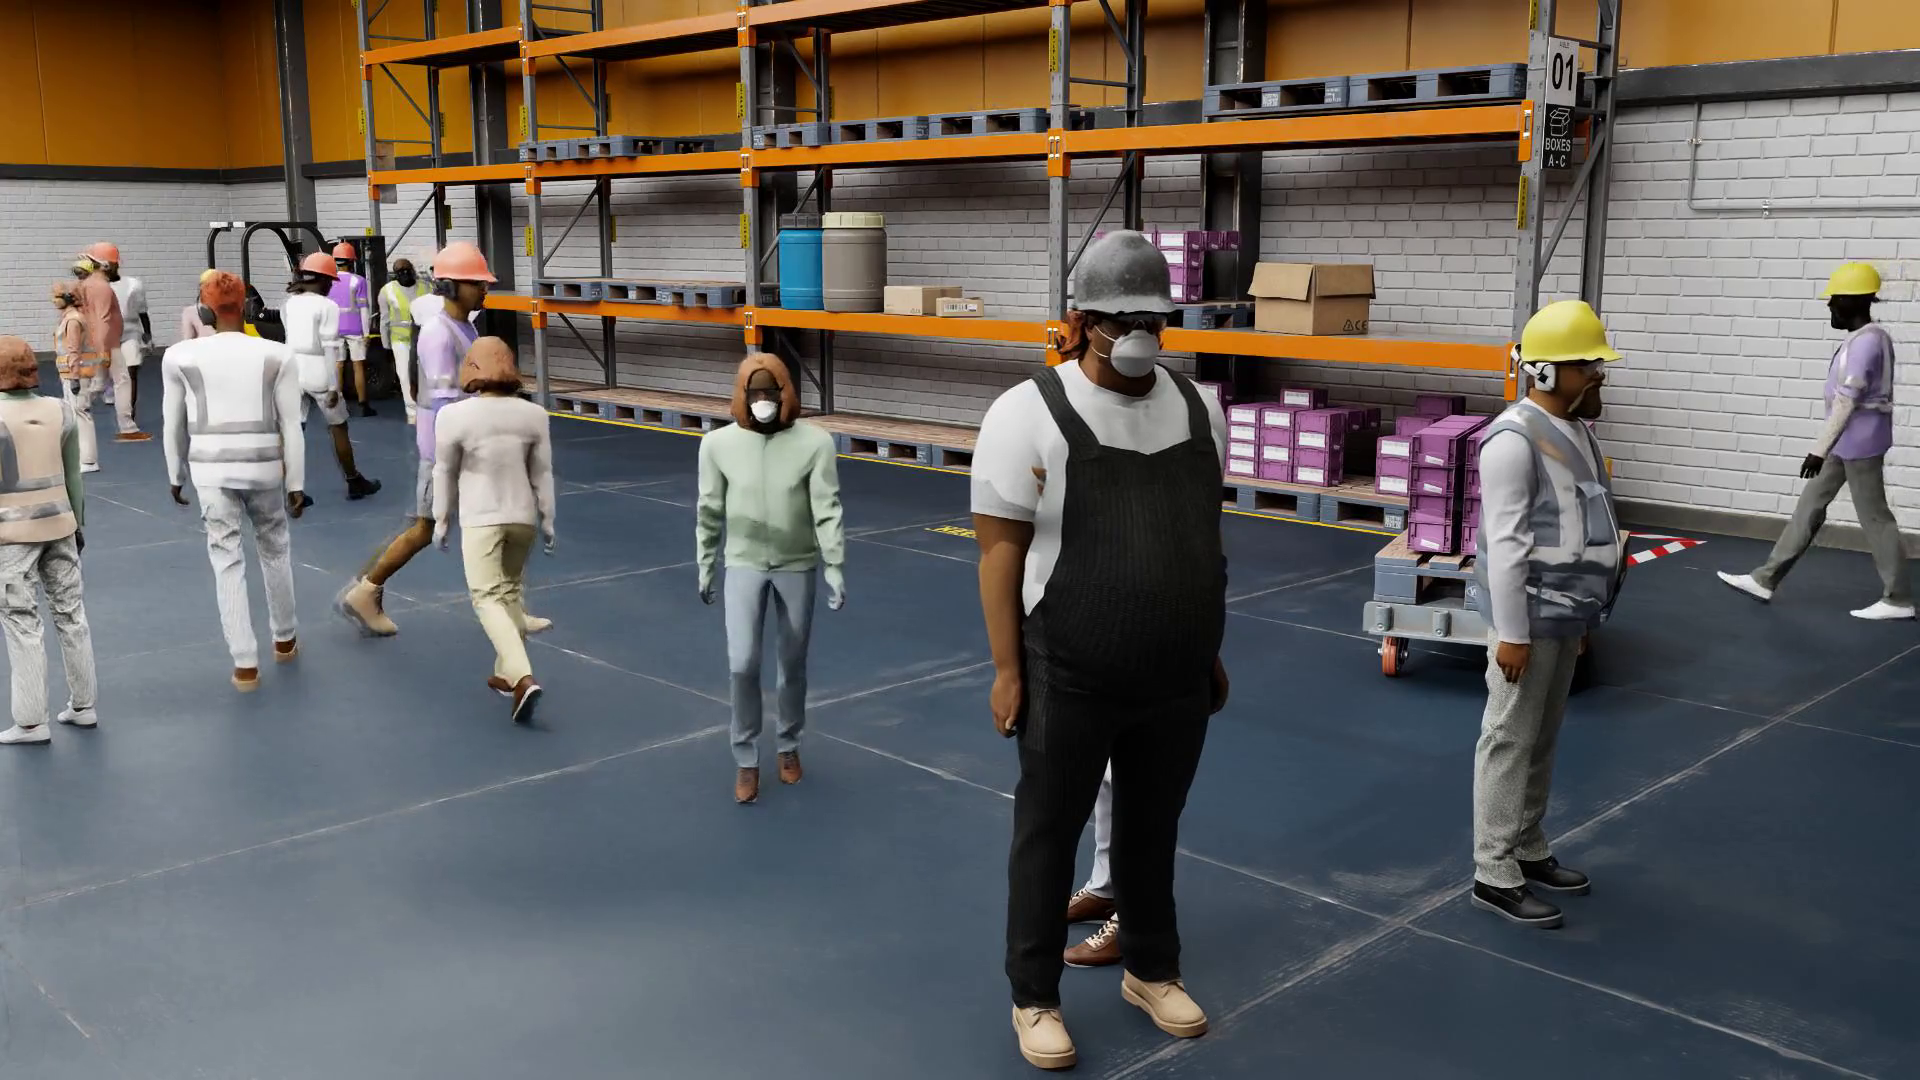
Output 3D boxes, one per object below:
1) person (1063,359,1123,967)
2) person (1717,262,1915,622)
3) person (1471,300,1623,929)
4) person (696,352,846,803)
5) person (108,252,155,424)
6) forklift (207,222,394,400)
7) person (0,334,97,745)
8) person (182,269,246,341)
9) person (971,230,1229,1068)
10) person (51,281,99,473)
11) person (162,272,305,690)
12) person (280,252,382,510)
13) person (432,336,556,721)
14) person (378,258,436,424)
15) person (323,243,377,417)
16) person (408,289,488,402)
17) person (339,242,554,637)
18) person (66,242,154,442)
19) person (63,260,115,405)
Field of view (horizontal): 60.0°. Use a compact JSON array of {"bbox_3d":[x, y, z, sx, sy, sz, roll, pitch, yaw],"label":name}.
[{"bbox_3d":[0.408,0.251,4.641,0.328,1.873,0.512,-2,11,-11],"label":"person"},{"bbox_3d":[4.634,-0.516,8.814,0.982,1.877,0.591,4,11,20],"label":"person"},{"bbox_3d":[1.748,0.210,4.960,0.403,1.835,0.588,8,13,37],"label":"person"},{"bbox_3d":[-0.676,0.136,5.978,0.523,1.606,0.612,-1,10,-8],"label":"person"},{"bbox_3d":[-8.820,-2.107,17.394,0.612,1.900,1.059,-3,11,-15],"label":"person"},{"bbox_3d":[-8.169,-2.758,20.163,2.313,2.155,1.214,-10,14,-44],"label":"forklift"},{"bbox_3d":[-3.717,0.001,6.642,0.307,1.637,0.525,4,11,21],"label":"person"},{"bbox_3d":[-6.735,-1.581,15.030,0.534,1.727,0.870,-1,10,-8],"label":"person"},{"bbox_3d":[0.398,0.270,4.073,0.689,2.000,0.537,-5,11,-24],"label":"person"},{"bbox_3d":[-7.552,-1.382,14.197,0.330,1.632,0.517,-5,12,-27],"label":"person"},{"bbox_3d":[-3.322,-0.288,7.638,0.576,1.848,0.860,-5,12,-26],"label":"person"},{"bbox_3d":[-4.798,-1.207,12.517,0.567,1.885,0.906,4,11,20],"label":"person"},{"bbox_3d":[-1.932,-0.059,7.058,0.496,1.603,0.747,-9,14,-40],"label":"person"},{"bbox_3d":[-6.003,-2.180,18.150,0.661,1.797,0.864,-7,12,-32],"label":"person"},{"bbox_3d":[-6.827,-2.331,18.537,0.547,1.938,0.378,1,10,3],"label":"person"},{"bbox_3d":[-4.014,-1.287,13.106,0.606,1.853,1.002,1,10,5],"label":"person"},{"bbox_3d":[-2.632,-0.480,8.315,0.992,2.006,0.627,0,10,2],"label":"person"},{"bbox_3d":[-8.375,-1.894,16.090,0.852,1.963,0.618,-10,14,-42],"label":"person"},{"bbox_3d":[-10.272,-2.413,19.566,0.567,1.720,0.796,2,11,13],"label":"person"}]
